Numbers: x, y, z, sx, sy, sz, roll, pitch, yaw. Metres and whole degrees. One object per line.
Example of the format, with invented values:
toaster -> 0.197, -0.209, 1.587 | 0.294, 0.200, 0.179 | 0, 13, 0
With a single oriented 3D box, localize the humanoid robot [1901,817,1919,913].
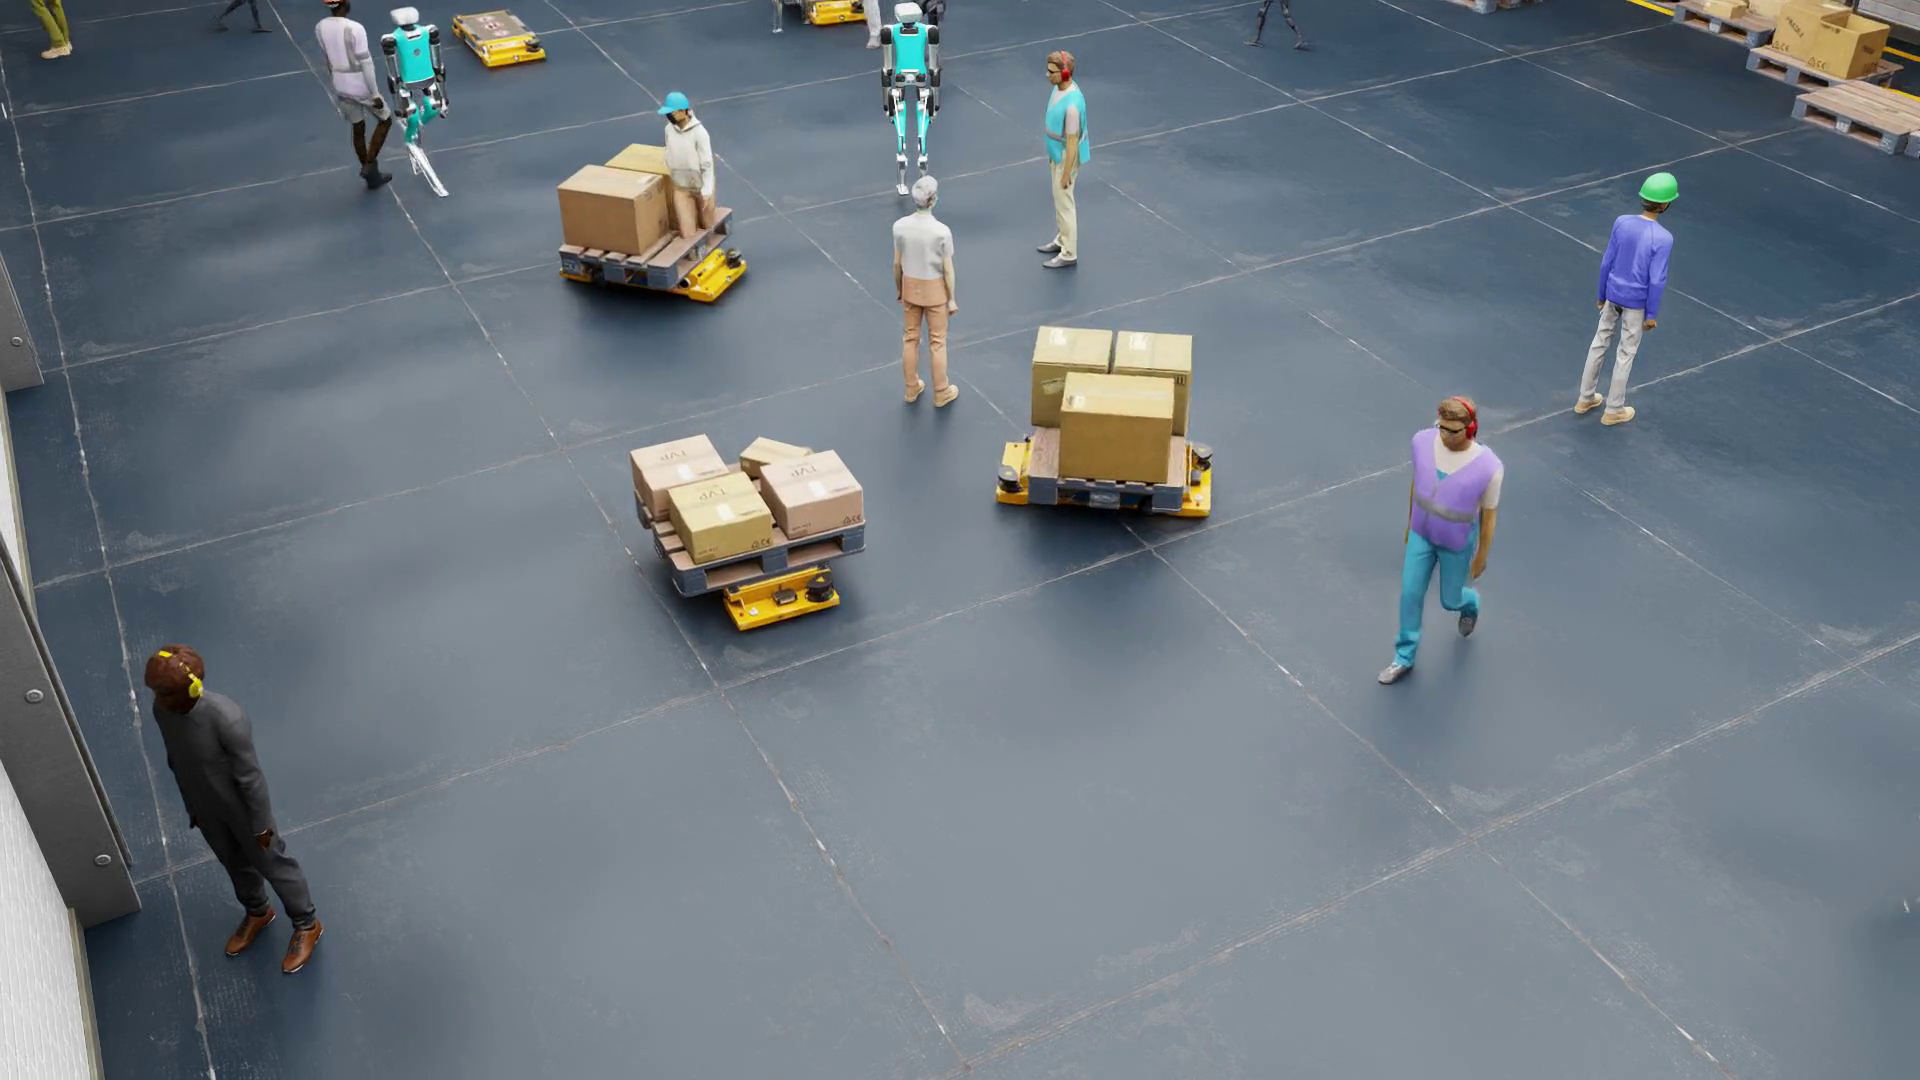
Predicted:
humanoid robot -> 4.940, 1.156, 7.884 | 0.743, 1.902, 0.554 | -6, 35, -8

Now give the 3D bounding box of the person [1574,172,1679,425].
person -> 4.735, -1.704, 11.754 | 0.356, 1.871, 0.468 | -24, 41, -30

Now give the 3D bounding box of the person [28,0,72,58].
person -> -10.140, -6.236, 18.292 | 0.362, 1.799, 0.648 | 6, 35, 9

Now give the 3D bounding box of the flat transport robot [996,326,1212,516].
flat transport robot -> 0.993, -0.453, 11.363 | 1.431, 0.231, 0.659 | 4, 35, 6

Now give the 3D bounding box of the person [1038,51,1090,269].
person -> 0.884, -3.175, 13.886 | 0.384, 1.836, 0.567 | -4, 35, -6

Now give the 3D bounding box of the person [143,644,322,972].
person -> -3.335, 1.213, 7.597 | 0.489, 1.866, 0.353 | 12, 37, 16

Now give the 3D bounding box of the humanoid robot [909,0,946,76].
humanoid robot -> -0.342, -5.810, 17.794 | 0.306, 1.647, 0.616 | -24, 42, -30

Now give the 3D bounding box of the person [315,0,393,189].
person -> -5.500, -4.148, 15.197 | 0.577, 1.923, 0.410 | 14, 37, 19

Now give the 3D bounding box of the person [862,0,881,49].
person -> -1.065, -6.378, 18.438 | 0.620, 1.859, 0.568 | 16, 38, 21

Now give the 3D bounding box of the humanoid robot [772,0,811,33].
humanoid robot -> -1.939, -6.666, 18.994 | 0.530, 1.807, 0.795 | -3, 35, -4

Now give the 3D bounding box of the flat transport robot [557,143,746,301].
flat transport robot -> -2.597, -2.325, 14.036 | 1.431, 0.231, 0.659 | 11, 37, 15

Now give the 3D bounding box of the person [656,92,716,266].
person -> -2.191, -2.834, 13.565 | 0.445, 1.637, 0.619 | 4, 35, 5

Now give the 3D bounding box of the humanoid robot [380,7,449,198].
humanoid robot -> -5.060, -4.069, 15.257 | 0.532, 1.775, 0.947 | -24, 42, -31

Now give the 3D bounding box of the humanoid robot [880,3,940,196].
humanoid robot -> -0.446, -3.860, 14.832 | 0.533, 1.676, 0.735 | 1, 35, 1

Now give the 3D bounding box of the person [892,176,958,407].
person -> -0.252, -1.781, 11.969 | 0.473, 1.747, 0.323 | 14, 37, 19

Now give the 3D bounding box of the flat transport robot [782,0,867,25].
flat transport robot -> -1.631, -6.537, 20.049 | 0.659, 0.231, 1.431 | -12, 37, -16

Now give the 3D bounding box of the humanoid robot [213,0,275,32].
humanoid robot -> -8.340, -6.605, 18.938 | 0.636, 1.627, 0.610 | -5, 35, -7

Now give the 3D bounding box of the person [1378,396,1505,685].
person -> 2.770, -0.046, 9.435 | 0.777, 1.814, 0.570 | -29, 44, -35

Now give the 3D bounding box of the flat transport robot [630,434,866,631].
flat transport robot -> -1.335, 0.047, 10.648 | 0.659, 0.231, 1.431 | -15, 38, -20

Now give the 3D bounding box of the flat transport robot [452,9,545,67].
flat transport robot -> -5.251, -5.702, 18.858 | 0.659, 0.231, 1.431 | -18, 39, -24

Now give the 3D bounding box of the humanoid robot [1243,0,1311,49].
humanoid robot -> 3.590, -6.266, 18.467 | 0.706, 1.638, 0.615 | 18, 39, 24
